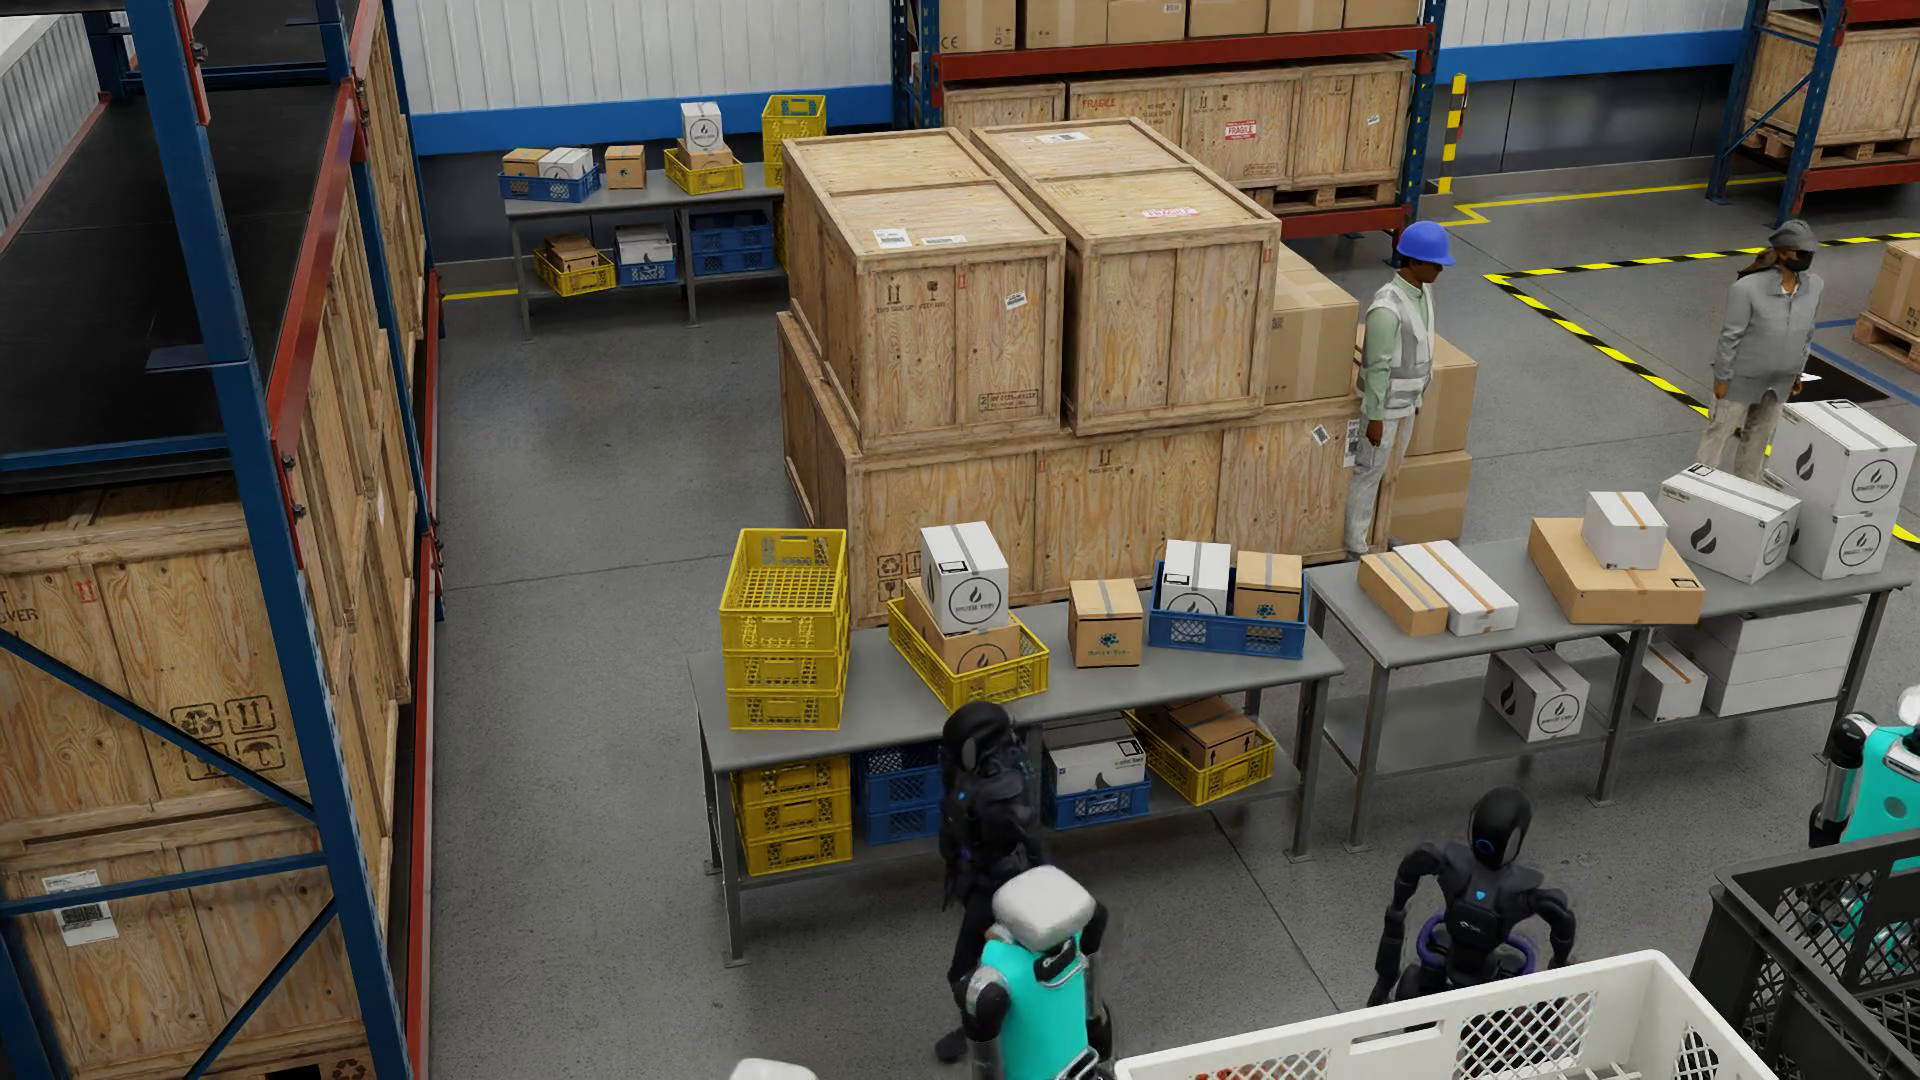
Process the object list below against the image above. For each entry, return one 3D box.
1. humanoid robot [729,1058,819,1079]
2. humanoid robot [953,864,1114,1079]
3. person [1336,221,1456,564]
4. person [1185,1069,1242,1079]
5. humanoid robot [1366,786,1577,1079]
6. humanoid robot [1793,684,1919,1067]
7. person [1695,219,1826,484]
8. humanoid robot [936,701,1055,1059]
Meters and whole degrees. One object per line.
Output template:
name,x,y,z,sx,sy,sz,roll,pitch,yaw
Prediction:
humanoid robot,-0.692,1.967,4.073,0.811,1.805,0.548,1,29,2
humanoid robot,0.426,1.747,4.464,1.019,1.751,0.535,24,37,36
person,2.278,-0.737,8.728,0.411,1.939,0.602,19,34,30
person,0.638,1.957,3.950,1.023,1.831,0.633,-1,29,-1
humanoid robot,1.543,1.426,5.083,0.602,1.640,0.566,16,33,26
humanoid robot,3.081,1.150,5.410,0.695,1.708,0.532,-19,34,-31
person,4.418,-0.922,9.233,0.569,1.769,0.397,-6,29,-10
humanoid robot,0.140,1.192,5.509,0.427,1.639,0.615,-19,34,-30
